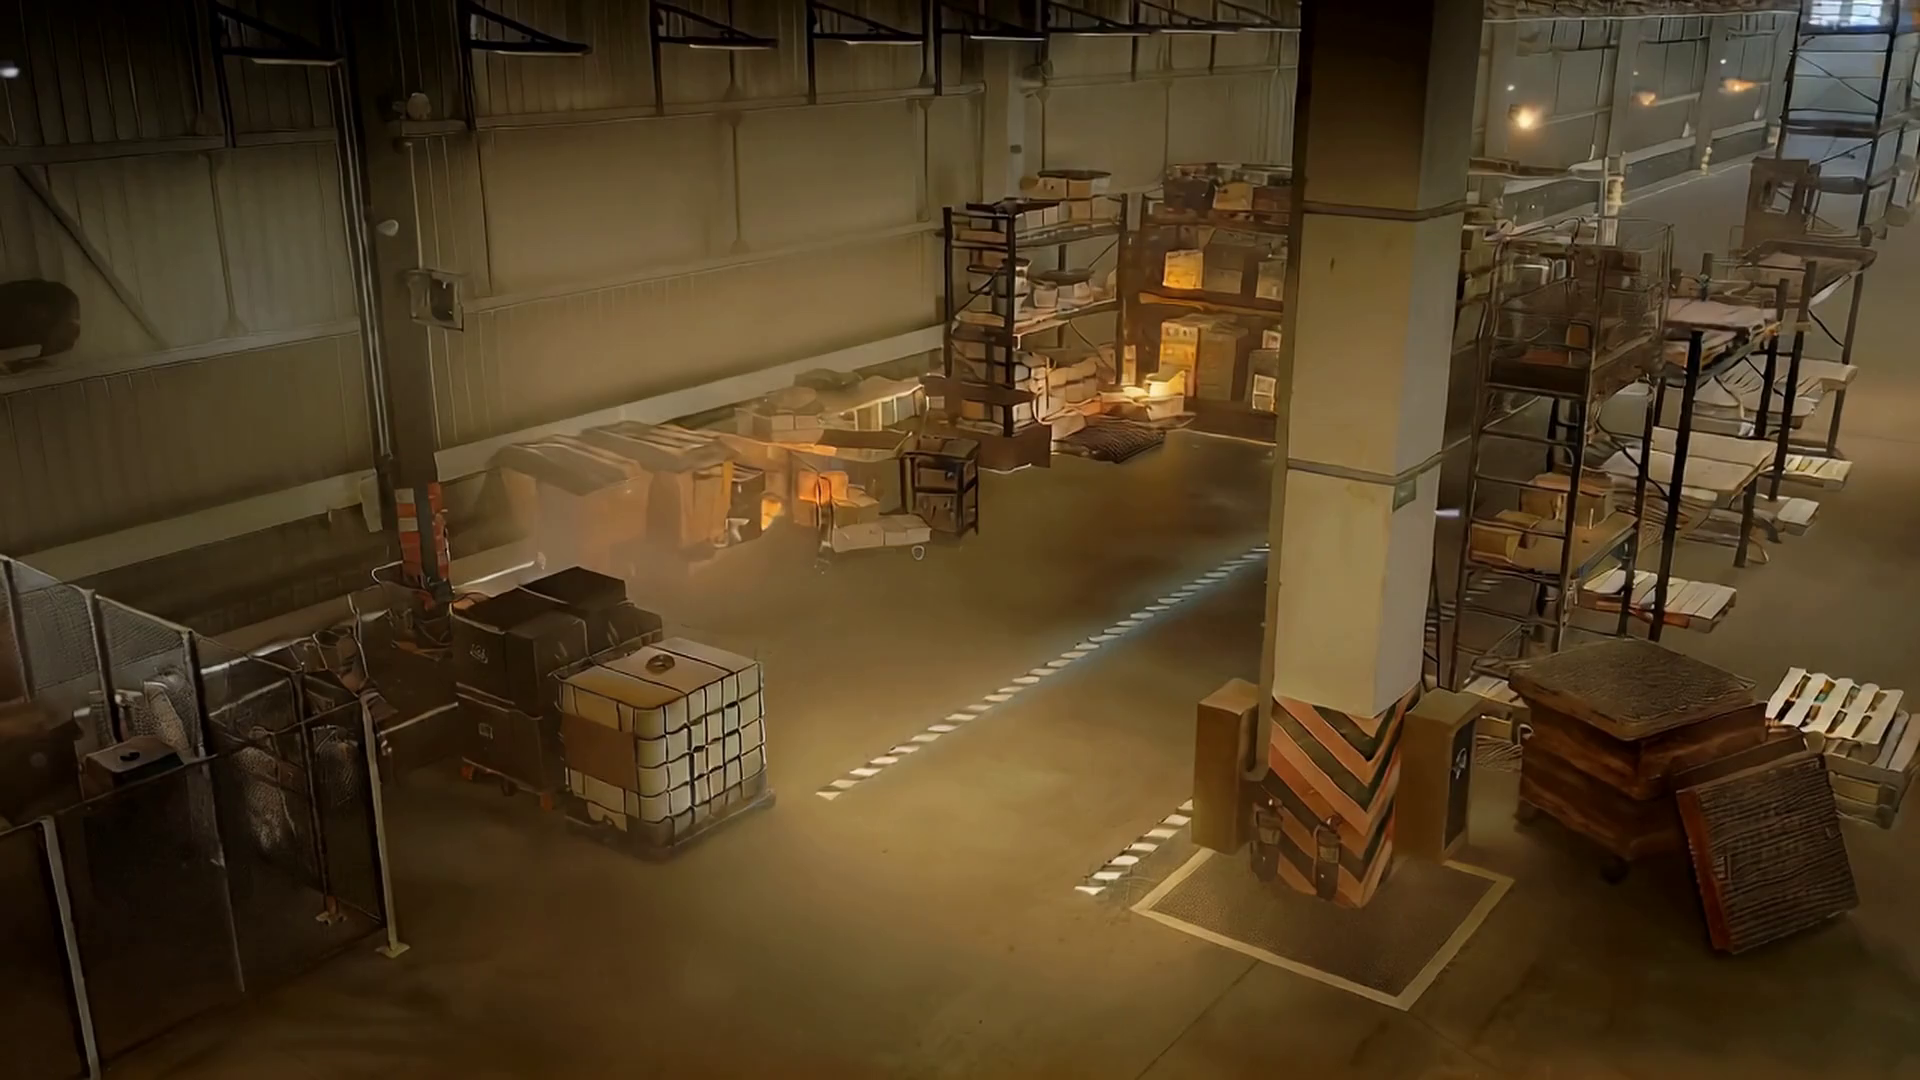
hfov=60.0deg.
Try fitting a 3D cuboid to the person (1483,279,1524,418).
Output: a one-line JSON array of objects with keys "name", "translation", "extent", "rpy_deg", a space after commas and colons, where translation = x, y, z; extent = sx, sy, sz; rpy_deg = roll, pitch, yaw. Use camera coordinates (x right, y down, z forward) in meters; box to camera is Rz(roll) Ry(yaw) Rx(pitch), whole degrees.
[{"name": "person", "translation": [7.655, -2.691, 23.347], "extent": [0.372, 1.940, 0.630], "rpy_deg": [0, 18, -2]}]

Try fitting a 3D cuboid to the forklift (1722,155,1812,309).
[{"name": "forklift", "translation": [15.442, -5.883, 31.623], "extent": [1.129, 2.768, 1.873], "rpy_deg": [13, 22, 34]}]
